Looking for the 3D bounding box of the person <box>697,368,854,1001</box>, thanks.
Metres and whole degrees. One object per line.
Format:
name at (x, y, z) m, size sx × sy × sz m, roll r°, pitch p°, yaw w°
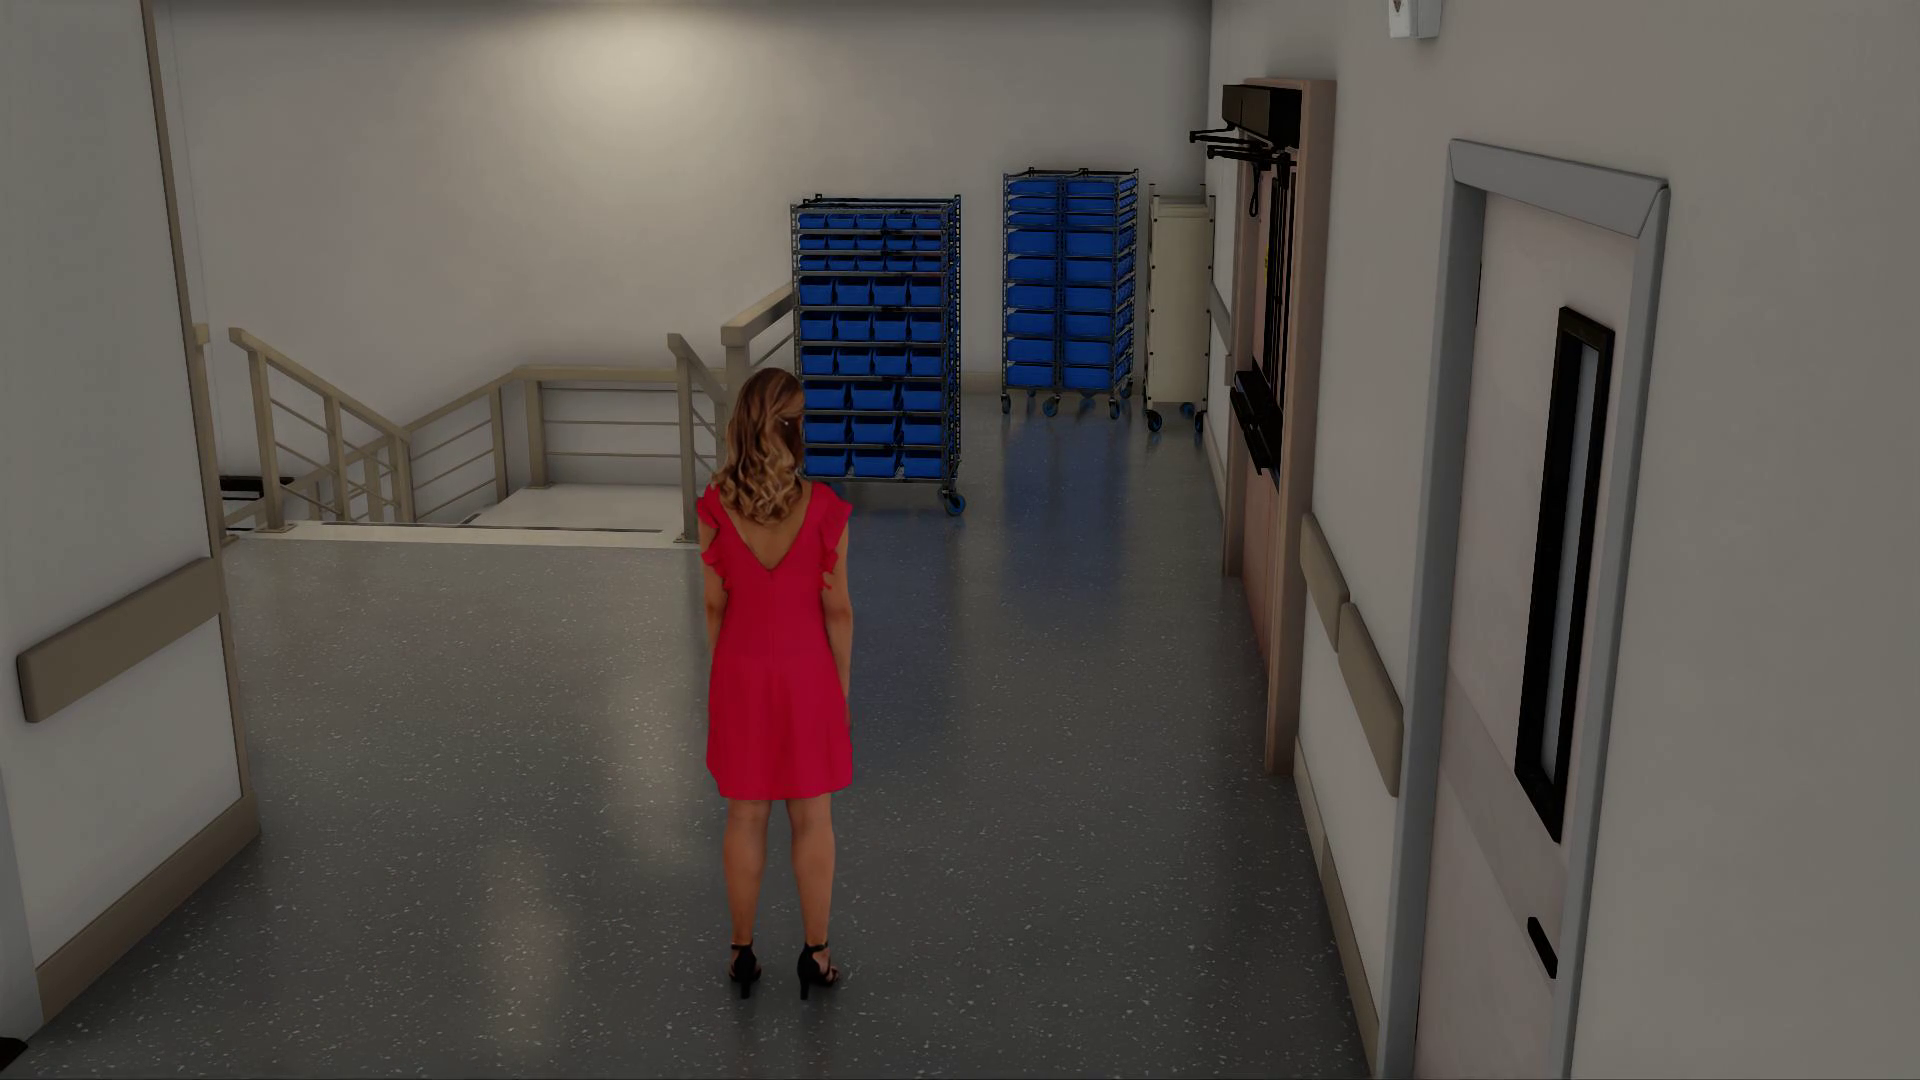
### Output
person at (-0.491, 0.395, 4.410) m, size 0.565 × 1.725 × 0.528 m, roll 1°, pitch 16°, yaw 4°
